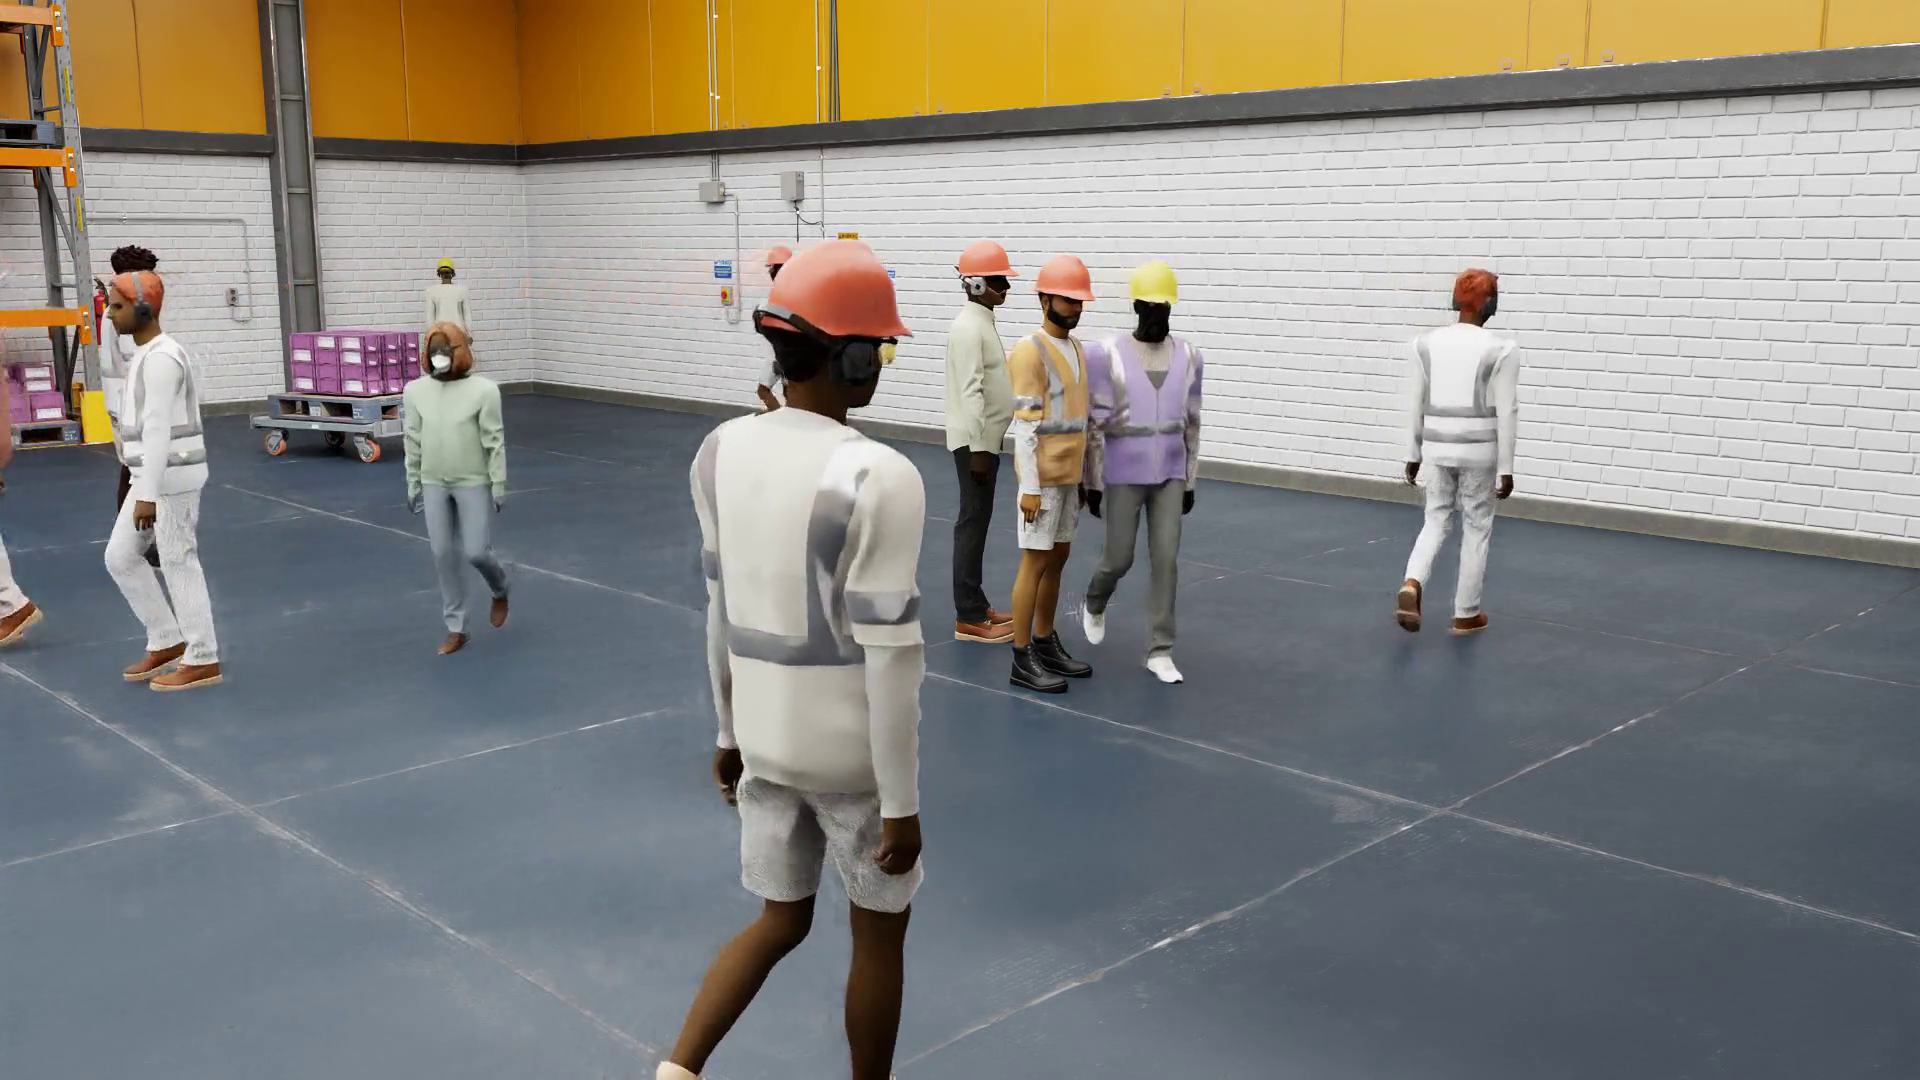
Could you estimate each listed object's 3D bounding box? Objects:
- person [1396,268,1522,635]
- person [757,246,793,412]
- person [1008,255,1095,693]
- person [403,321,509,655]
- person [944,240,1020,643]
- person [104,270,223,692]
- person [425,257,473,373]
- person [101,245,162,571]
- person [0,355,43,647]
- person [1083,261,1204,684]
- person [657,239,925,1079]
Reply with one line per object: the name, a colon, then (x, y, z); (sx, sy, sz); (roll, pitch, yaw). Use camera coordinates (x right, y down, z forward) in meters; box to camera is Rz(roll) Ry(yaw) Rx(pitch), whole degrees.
person: (2.472, -0.413, 8.277); (0.589, 1.864, 0.652); (9, 14, 41)
person: (-1.629, -1.726, 15.274); (0.420, 1.920, 0.579); (4, 11, 22)
person: (0.434, -0.295, 7.441); (0.367, 1.933, 0.552); (6, 12, 28)
person: (-2.451, -0.266, 8.164); (0.499, 1.622, 0.453); (1, 10, 7)
person: (0.109, -0.492, 8.352); (0.379, 1.995, 0.612); (1, 10, 4)
person: (-3.571, -0.238, 7.328); (0.525, 1.870, 0.580); (-7, 13, -35)
person: (-5.965, -2.409, 19.435); (0.533, 1.765, 0.329); (-4, 11, -23)
person: (-4.978, -0.794, 10.078); (0.366, 1.963, 0.610); (-8, 13, -36)
person: (-4.813, -0.422, 8.032); (0.439, 1.979, 0.626); (-7, 13, -34)
person: (0.833, -0.330, 7.706); (0.594, 1.909, 0.710); (-3, 11, -16)
person: (-0.337, 0.415, 3.351); (0.618, 2.020, 0.788); (9, 14, 40)
